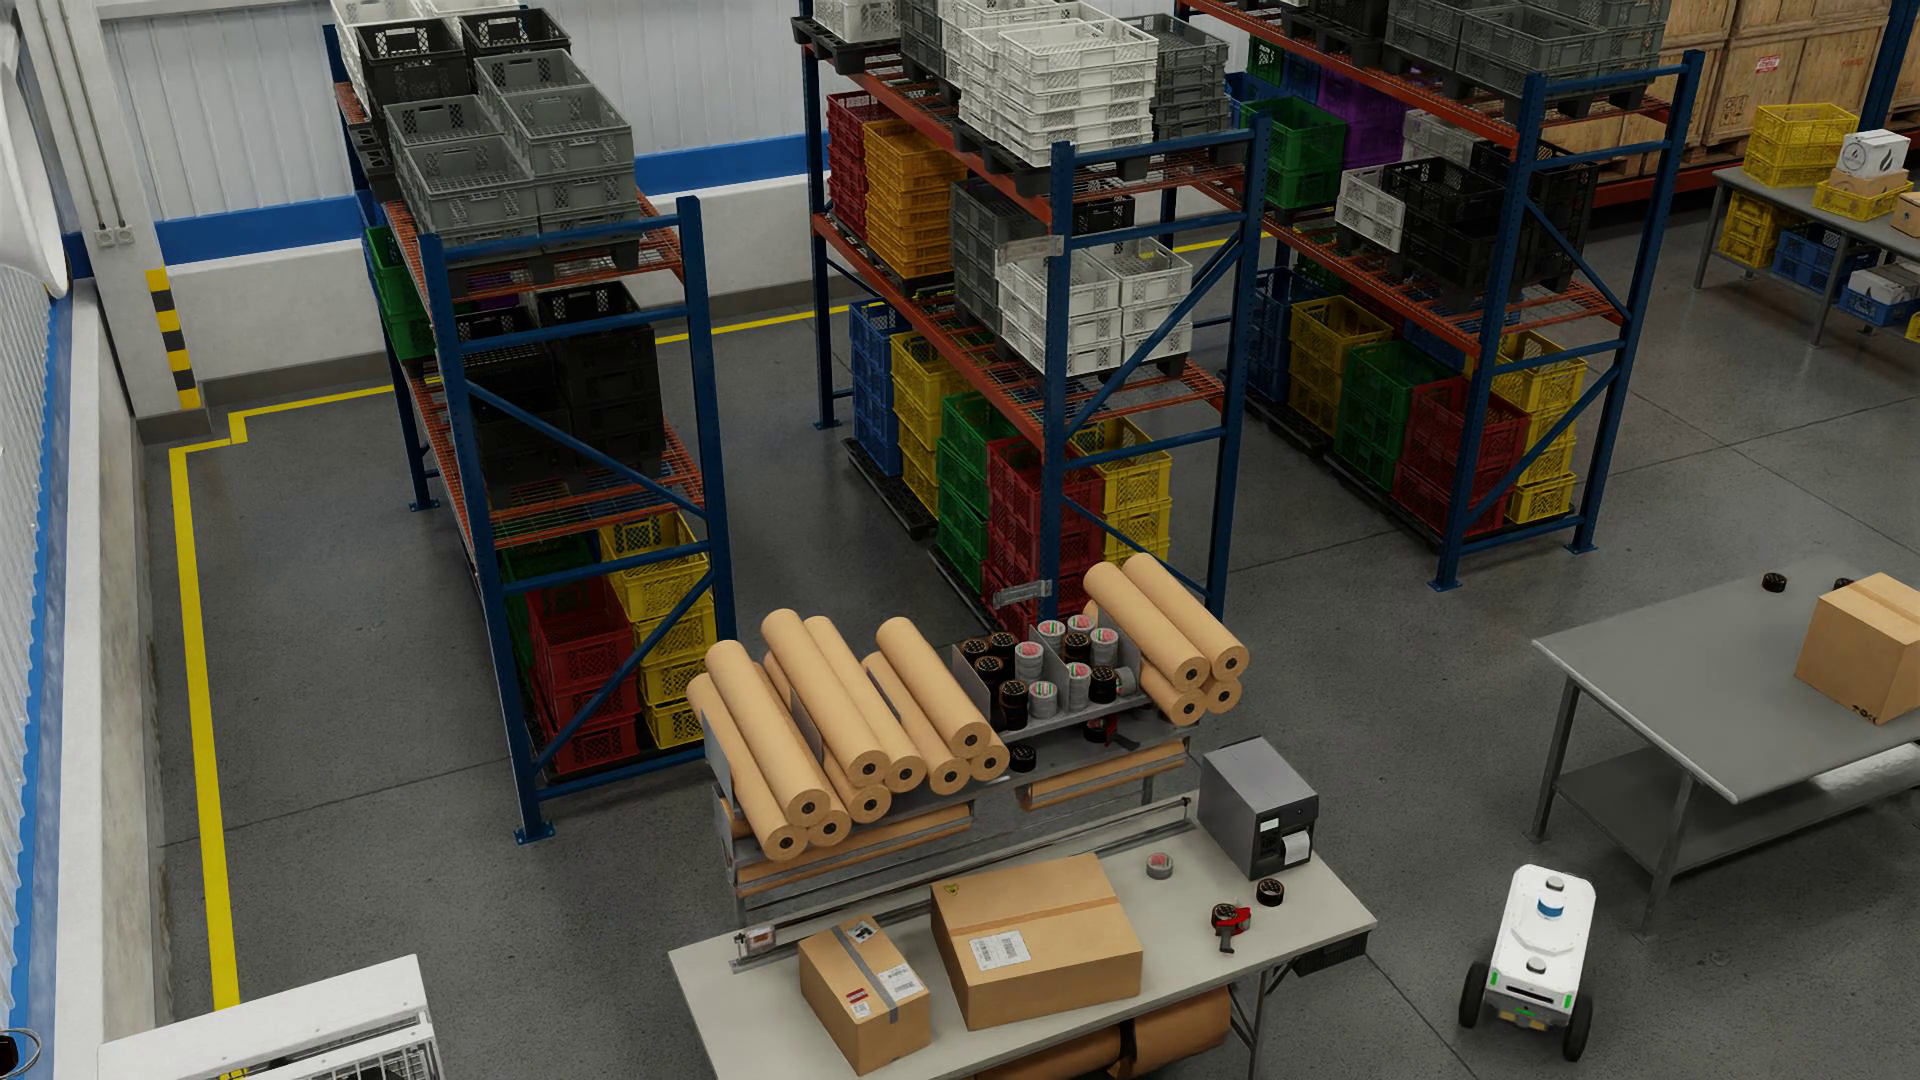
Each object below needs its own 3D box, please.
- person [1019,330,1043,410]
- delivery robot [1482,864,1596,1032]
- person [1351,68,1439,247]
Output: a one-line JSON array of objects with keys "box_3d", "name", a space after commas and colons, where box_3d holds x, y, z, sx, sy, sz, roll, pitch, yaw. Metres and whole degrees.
[{"box_3d": [0.475, -1.500, 10.856, 0.355, 1.882, 0.575, 24, 39, 33], "name": "person"}, {"box_3d": [2.409, 1.663, 6.888, 0.477, 0.478, 0.707, 14, 34, 21], "name": "delivery robot"}, {"box_3d": [3.545, -3.265, 13.695, 0.641, 1.912, 0.693, 15, 35, 23], "name": "person"}]
